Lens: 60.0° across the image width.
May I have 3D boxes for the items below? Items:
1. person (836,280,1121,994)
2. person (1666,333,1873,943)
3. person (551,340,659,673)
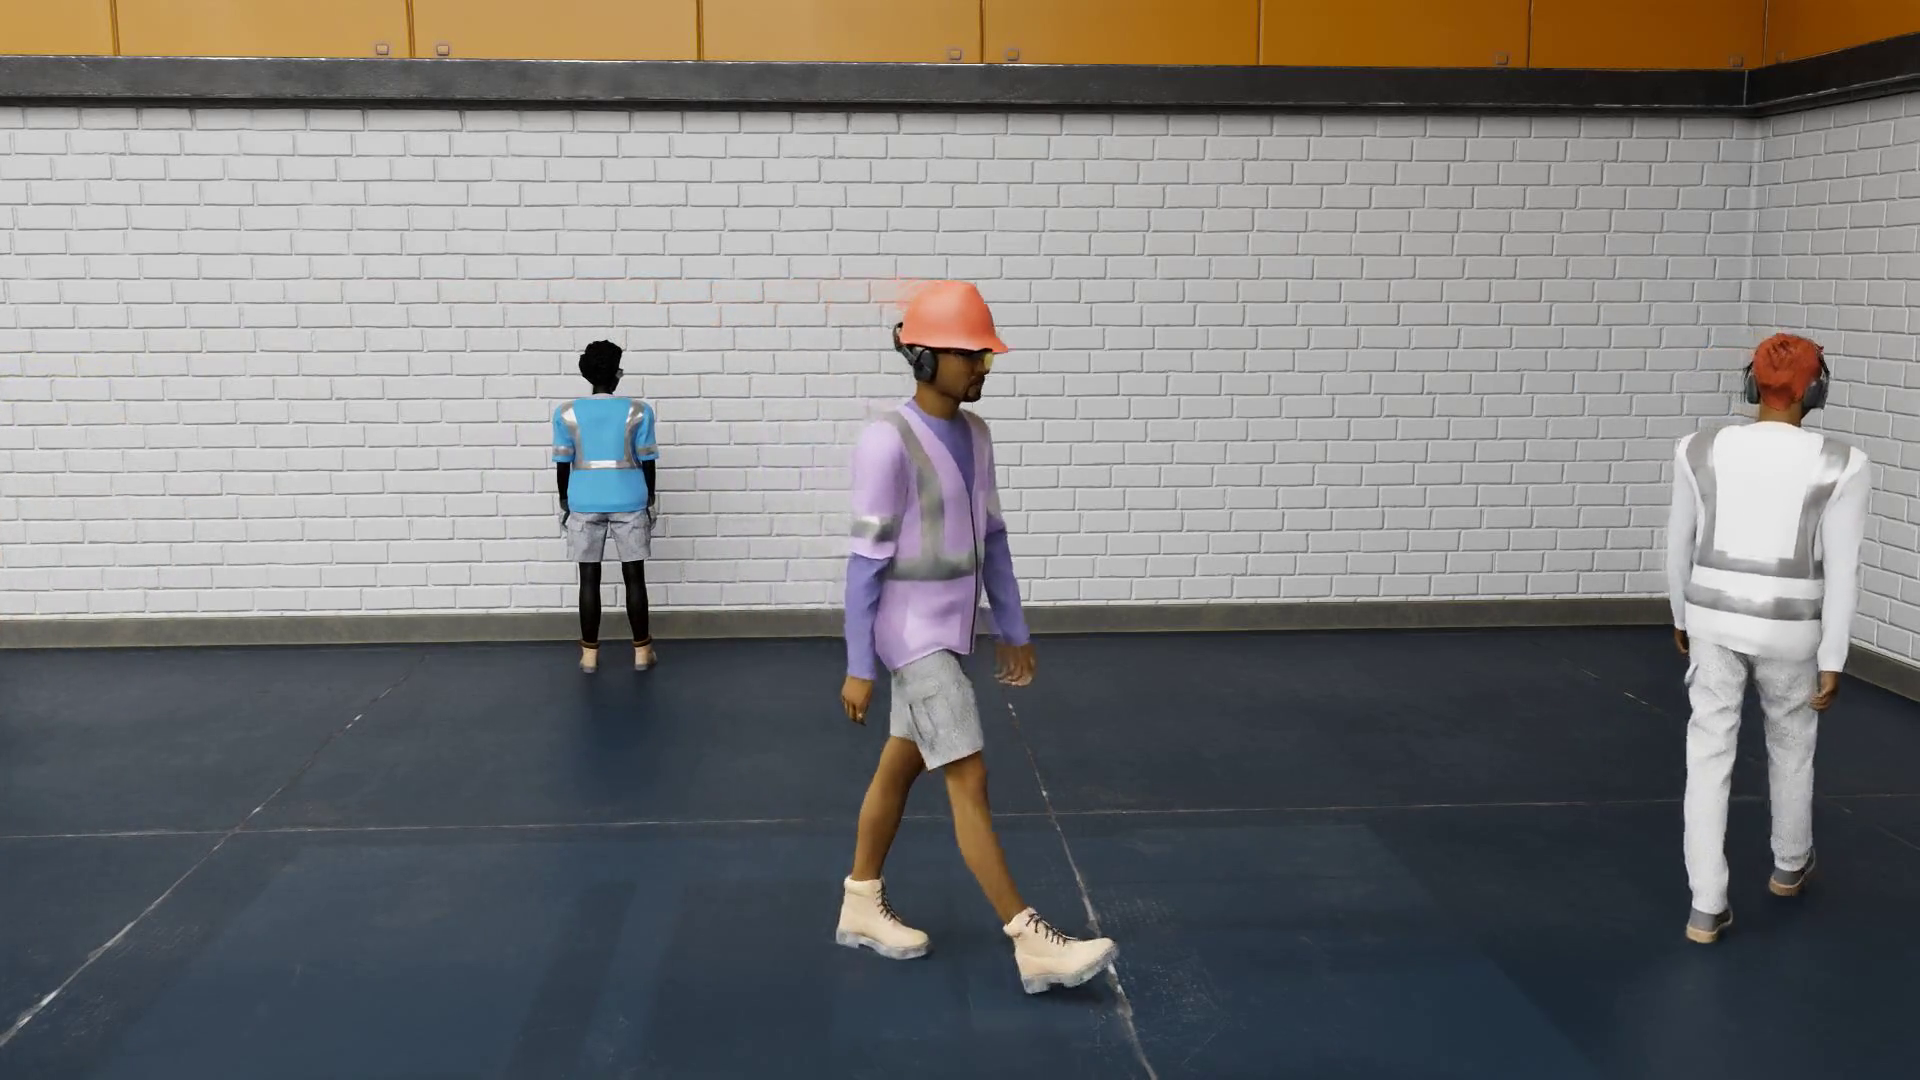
[{"bbox_3d":[0.037,0.280,4.722,1.003,1.995,0.639,4,10,26],"label":"person"},{"bbox_3d":[2.522,0.282,5.231,0.580,1.839,0.944,6,11,35],"label":"person"},{"bbox_3d":[-1.794,-0.167,8.472,0.535,1.699,0.322,-1,9,-7],"label":"person"}]
